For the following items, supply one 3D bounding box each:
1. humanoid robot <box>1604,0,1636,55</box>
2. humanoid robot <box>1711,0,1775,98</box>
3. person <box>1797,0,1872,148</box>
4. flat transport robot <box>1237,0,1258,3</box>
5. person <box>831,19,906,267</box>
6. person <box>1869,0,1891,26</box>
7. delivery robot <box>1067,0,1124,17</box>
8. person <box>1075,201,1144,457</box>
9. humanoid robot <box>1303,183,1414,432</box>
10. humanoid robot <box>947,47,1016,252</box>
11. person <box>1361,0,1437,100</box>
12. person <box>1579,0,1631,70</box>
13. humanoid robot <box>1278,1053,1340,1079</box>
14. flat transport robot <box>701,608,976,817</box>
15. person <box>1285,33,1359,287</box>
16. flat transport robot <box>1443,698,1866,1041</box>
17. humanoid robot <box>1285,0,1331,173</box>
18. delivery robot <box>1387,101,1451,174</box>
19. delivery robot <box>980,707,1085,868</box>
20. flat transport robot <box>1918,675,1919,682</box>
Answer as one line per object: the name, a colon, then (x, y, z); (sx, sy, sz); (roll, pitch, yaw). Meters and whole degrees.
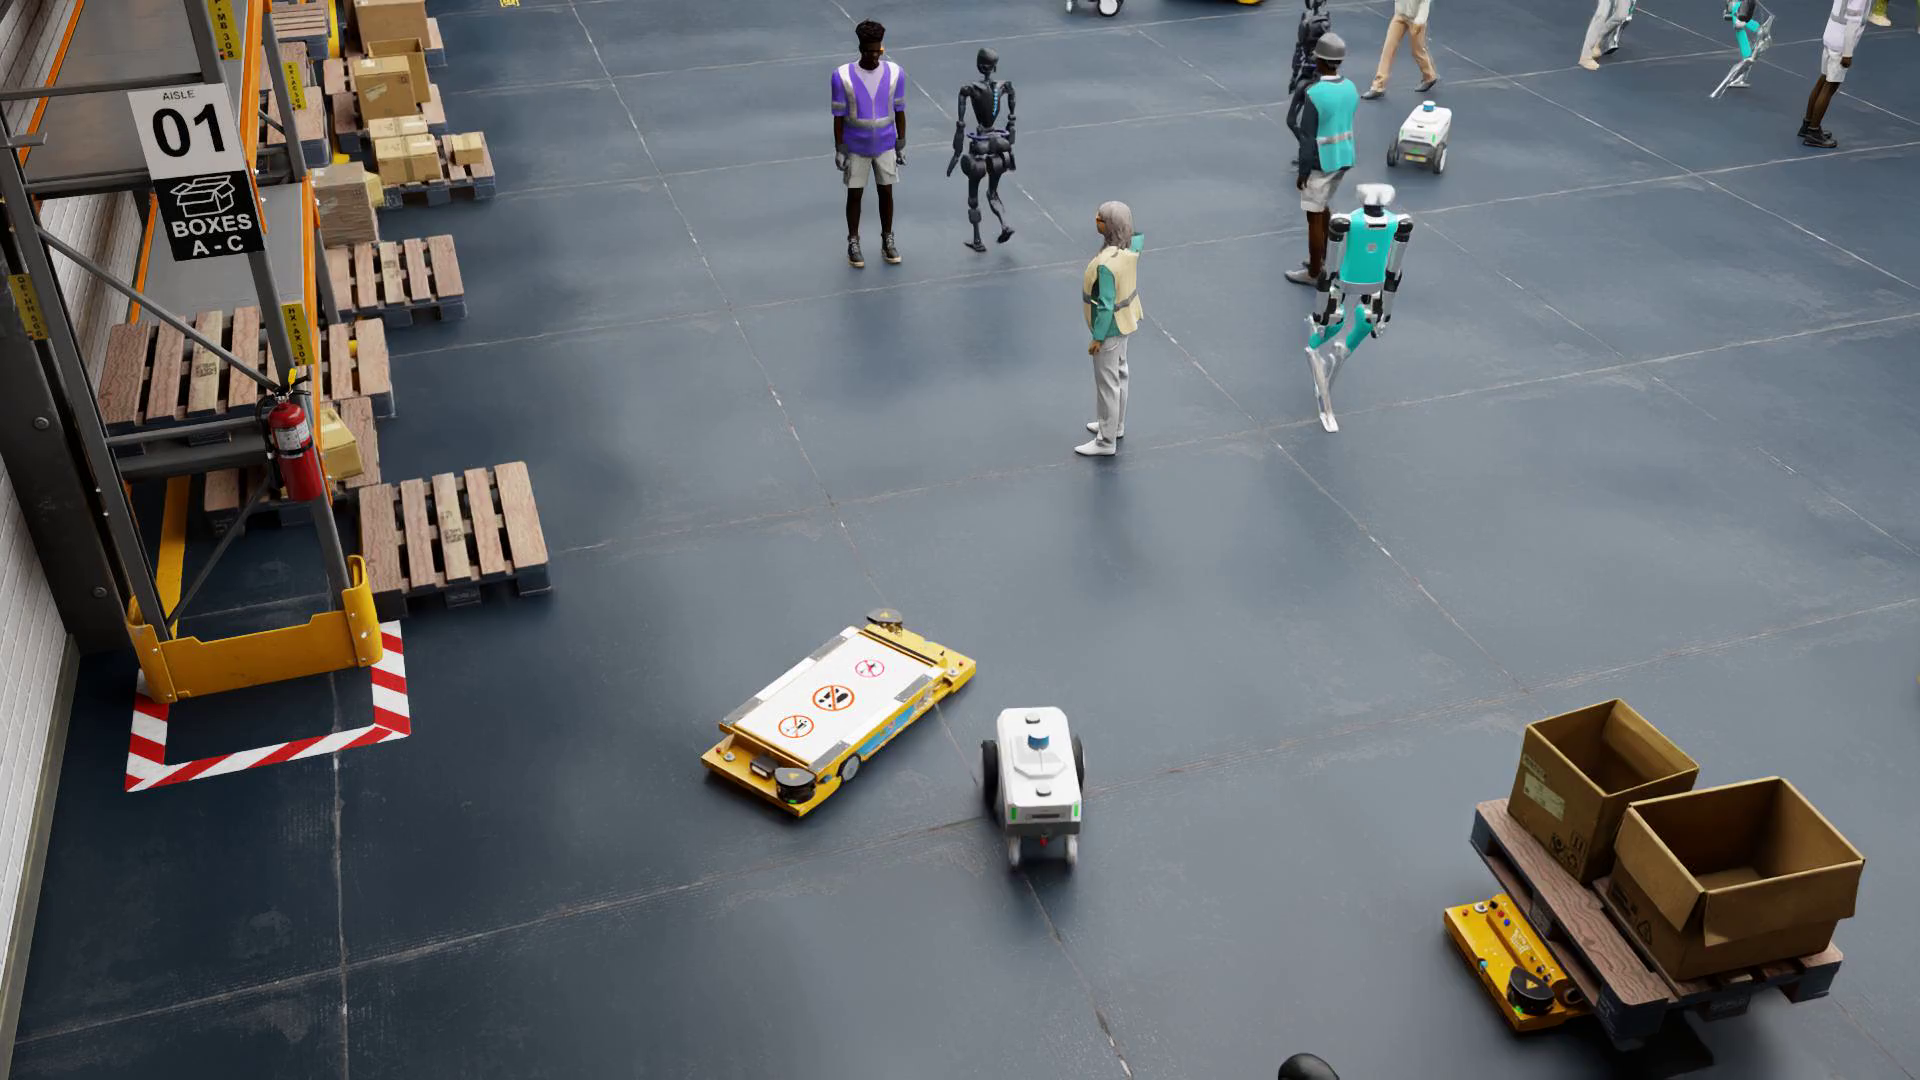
humanoid robot: (7.238, -6.095, 17.924); (0.532, 1.768, 1.046); (7, 34, 10)
humanoid robot: (7.980, -5.291, 16.661); (0.760, 1.810, 0.540); (3, 33, 5)
person: (8.213, -4.619, 15.426); (0.383, 1.929, 0.544); (8, 34, 12)
flat transport robot: (3.032, -6.795, 20.281); (1.431, 0.231, 0.659); (17, 37, 24)
person: (-0.703, -3.119, 13.100); (0.603, 1.958, 0.375); (-9, 34, -14)
person: (10.765, -6.557, 18.529); (0.530, 1.780, 0.976); (-8, 34, -12)
delivery robot: (1.584, -6.467, 19.529); (0.782, 0.611, 0.502); (7, 34, 10)
person: (0.969, -1.337, 10.588); (0.366, 1.711, 0.465); (11, 35, 16)
humanoid robot: (2.527, -1.555, 10.976); (0.548, 1.865, 0.828); (-2, 33, -4)
humanoid robot: (0.214, -3.089, 13.313); (0.614, 1.645, 0.455); (-18, 37, -26)
person: (4.542, -5.250, 16.666); (0.832, 1.631, 0.494); (-16, 37, -23)
person: (6.920, -5.927, 17.523); (0.544, 1.830, 0.561); (-8, 34, -13)
humanoid robot: (1.125, 2.234, 5.156); (0.594, 1.629, 0.643); (-26, 41, -34)
flat transport robot: (-0.598, 0.853, 8.550); (0.659, 0.231, 1.431); (22, 39, 30)
person: (2.804, -2.916, 12.828); (0.557, 1.915, 0.525); (-24, 40, -32)
flat transport robot: (2.919, 1.710, 7.236); (1.431, 0.231, 0.659); (-8, 34, -12)
humanoid robot: (3.158, -4.130, 14.910); (0.397, 1.650, 0.612); (-9, 34, -13)
delivery robot: (4.272, -3.740, 15.312); (0.499, 0.572, 0.747); (15, 36, 21)
delivery robot: (0.365, 1.131, 7.854); (0.499, 0.586, 0.765); (-2, 33, -3)
flat transport robot: (5.656, 0.983, 8.351); (0.659, 0.231, 1.431); (-13, 35, -18)
